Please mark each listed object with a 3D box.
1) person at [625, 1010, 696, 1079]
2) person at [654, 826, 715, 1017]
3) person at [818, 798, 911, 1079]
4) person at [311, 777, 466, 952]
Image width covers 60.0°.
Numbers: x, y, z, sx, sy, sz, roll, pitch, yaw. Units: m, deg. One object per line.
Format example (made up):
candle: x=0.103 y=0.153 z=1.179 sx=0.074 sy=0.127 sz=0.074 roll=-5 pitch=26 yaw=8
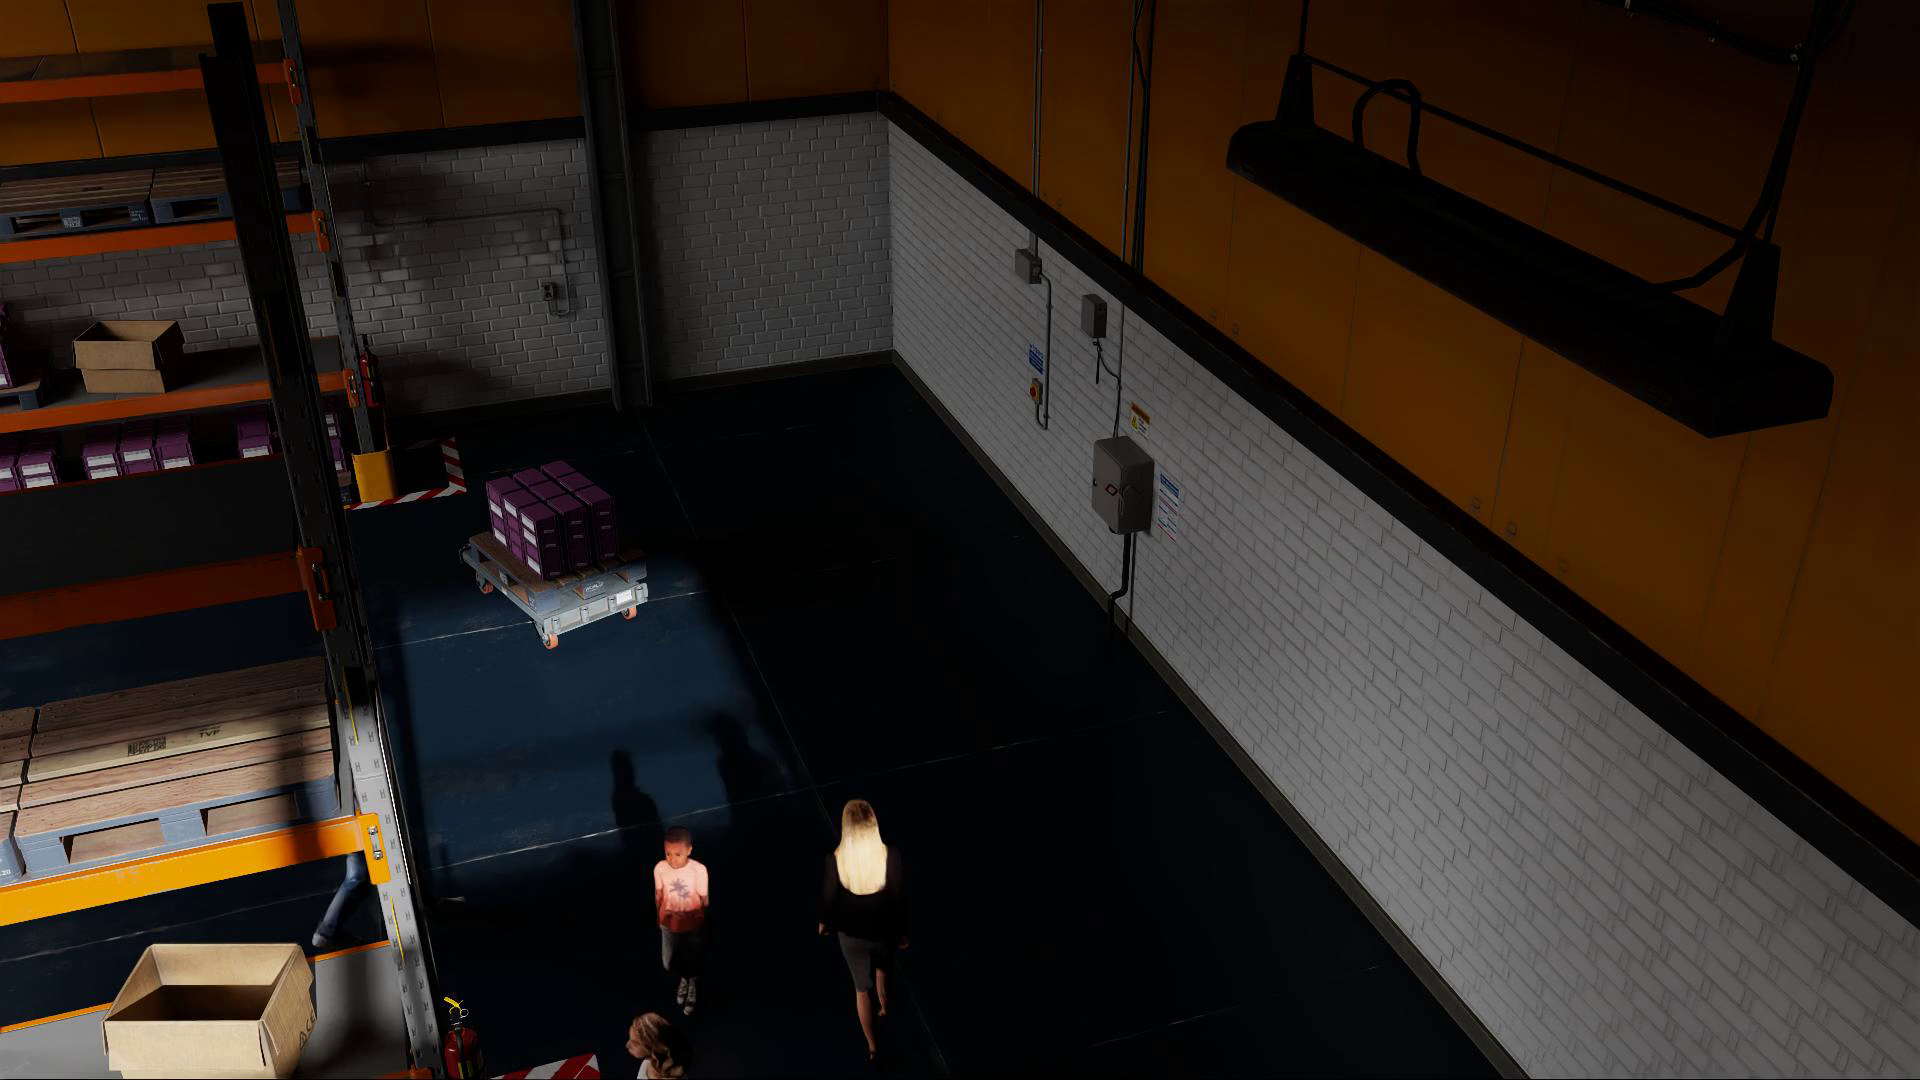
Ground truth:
person: x=-1.265 y=2.903 z=8.032 sx=0.771 sy=1.705 sz=0.634 roll=-12 pitch=31 yaw=-20
person: x=-1.606 y=2.182 z=9.772 sx=0.555 sy=1.304 sz=0.644 roll=2 pitch=29 yaw=4
person: x=-0.496 y=2.241 z=9.120 sx=0.756 sy=1.826 sz=0.788 roll=-4 pitch=29 yaw=-7
person: x=-3.671 y=1.747 z=10.078 sx=1.167 sy=1.776 sz=0.702 roll=-12 pitch=31 yaw=-21
